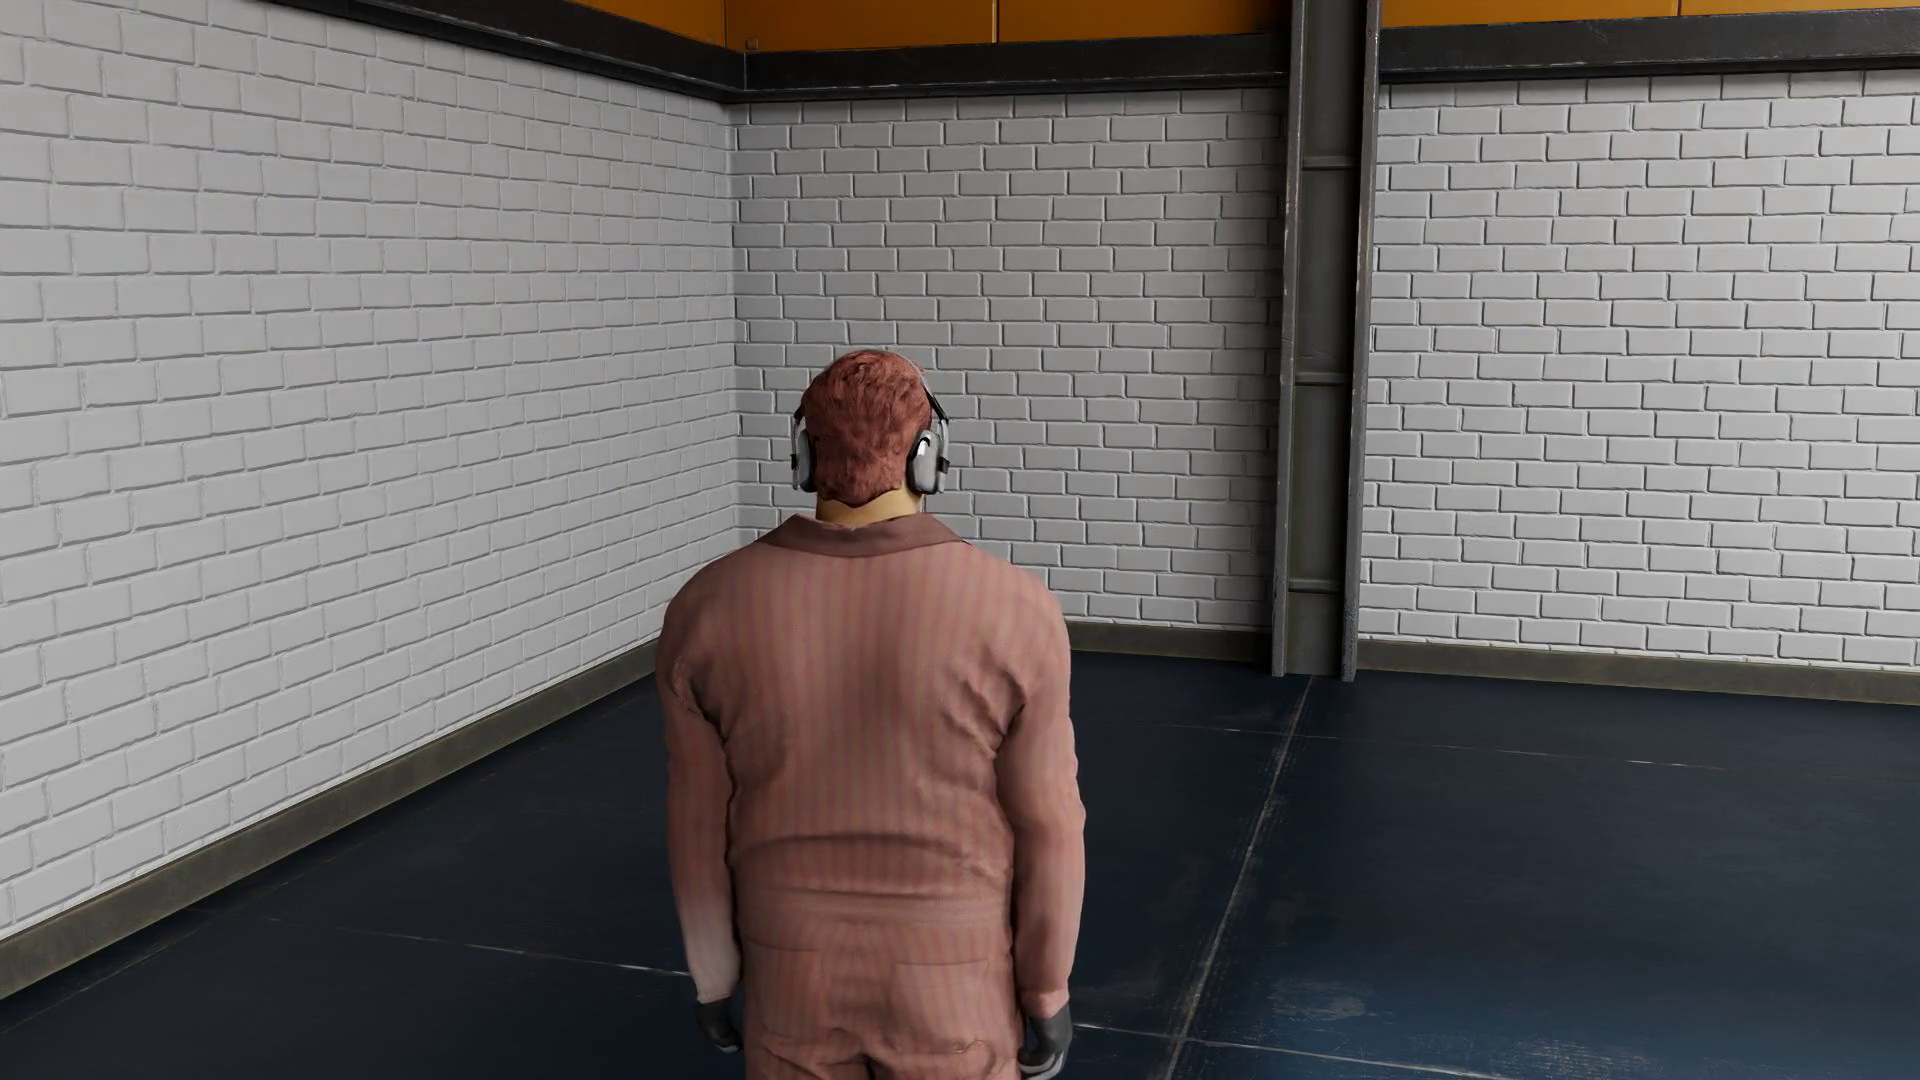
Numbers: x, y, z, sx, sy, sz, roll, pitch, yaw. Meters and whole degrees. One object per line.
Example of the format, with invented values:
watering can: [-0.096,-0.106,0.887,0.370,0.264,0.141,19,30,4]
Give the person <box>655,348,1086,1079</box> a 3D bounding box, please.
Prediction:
person: [-0.122,0.658,2.593,0.638,1.903,0.408,1,9,9]
